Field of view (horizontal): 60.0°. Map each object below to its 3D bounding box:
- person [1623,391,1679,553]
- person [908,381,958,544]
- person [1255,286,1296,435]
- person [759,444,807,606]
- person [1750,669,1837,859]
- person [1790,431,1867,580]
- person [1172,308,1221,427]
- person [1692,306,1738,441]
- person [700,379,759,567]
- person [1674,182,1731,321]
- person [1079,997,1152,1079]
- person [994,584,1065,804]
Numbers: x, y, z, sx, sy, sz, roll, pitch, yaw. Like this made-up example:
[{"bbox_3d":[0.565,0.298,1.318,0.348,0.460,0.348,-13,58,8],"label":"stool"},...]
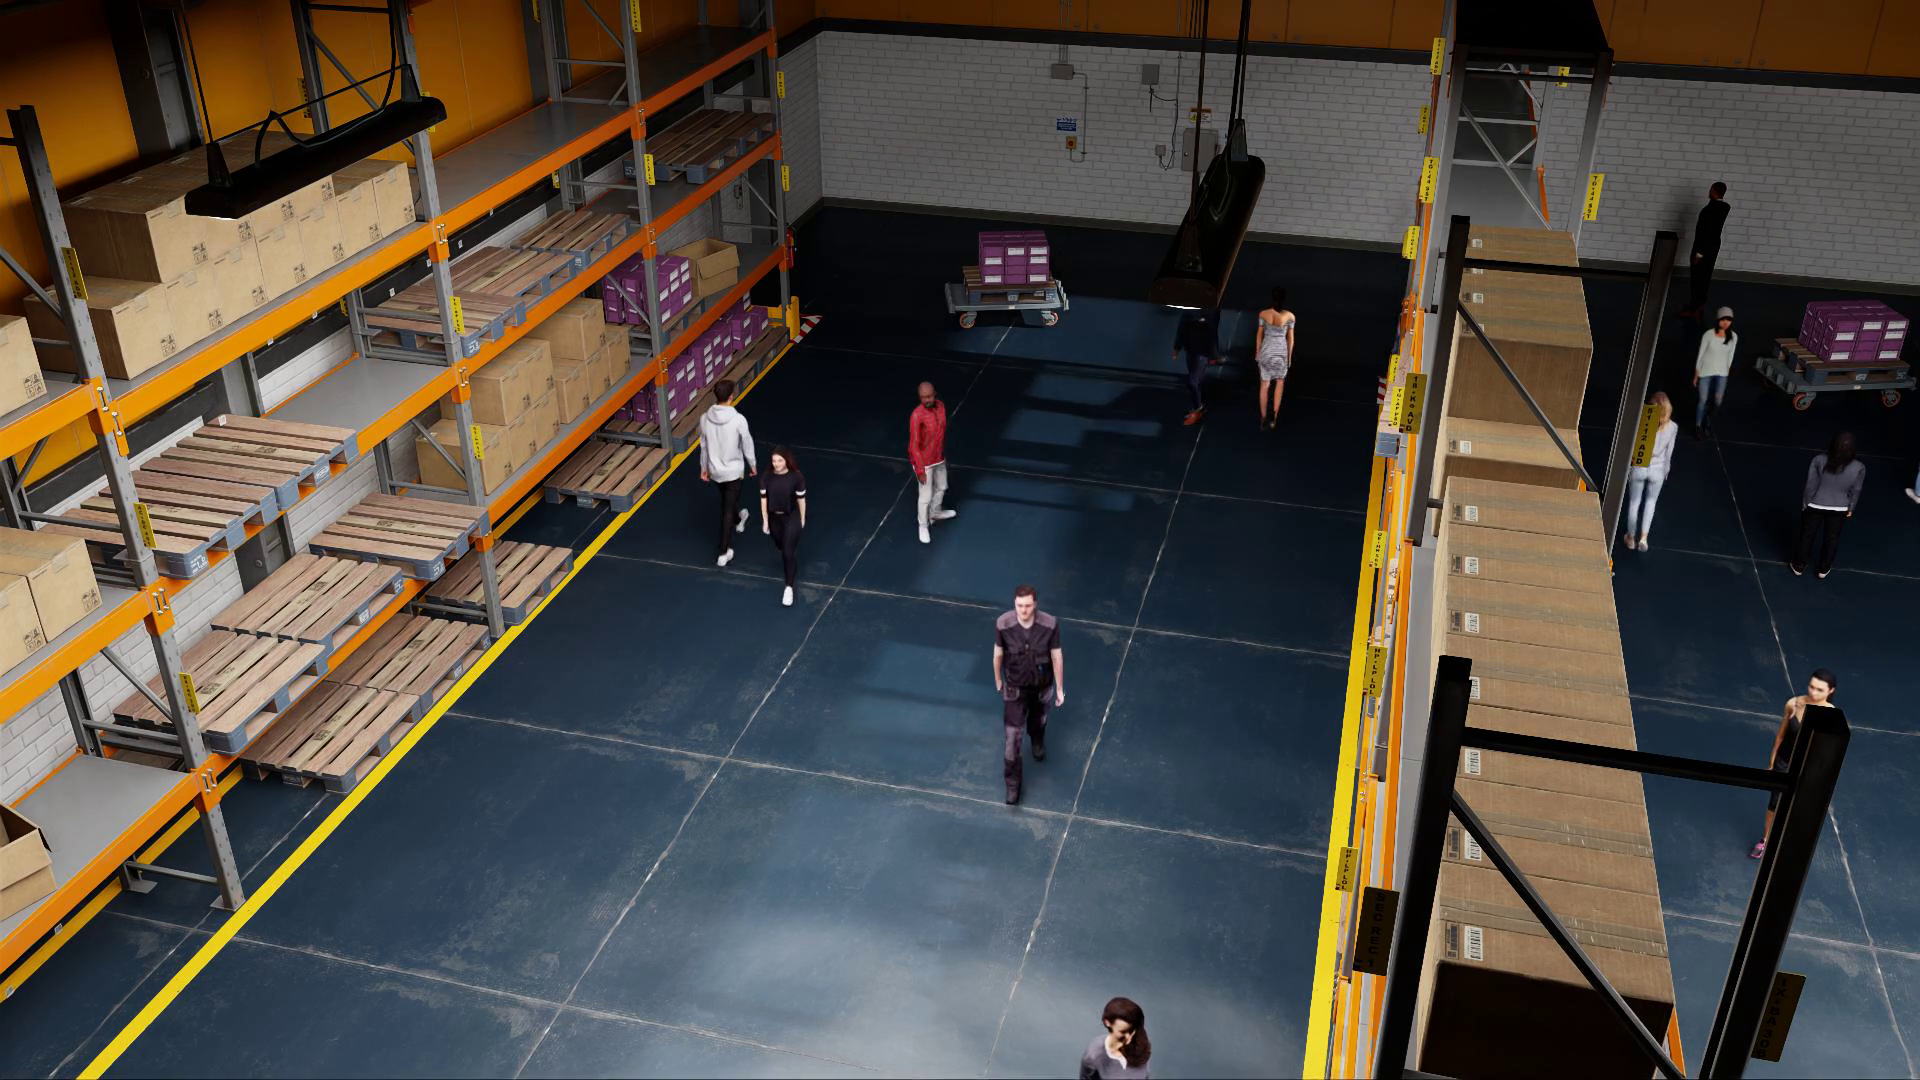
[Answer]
[{"bbox_3d":[6.997,-0.647,16.894,0.645,1.783,0.857,5,29,9],"label":"person"},{"bbox_3d":[-0.329,-0.872,17.293,1.024,1.795,0.804,15,32,26],"label":"person"},{"bbox_3d":[3.647,-2.078,19.485,0.585,1.813,0.560,7,29,13],"label":"person"},{"bbox_3d":[-1.732,-0.234,16.323,0.732,1.604,1.138,2,29,3],"label":"person"},{"bbox_3d":[6.373,1.718,12.618,0.642,1.726,0.663,24,37,36],"label":"person"},{"bbox_3d":[8.640,-0.360,16.561,0.688,1.598,0.678,11,30,19],"label":"person"},{"bbox_3d":[2.926,-2.265,19.847,0.922,1.796,0.863,-14,32,-25],"label":"person"},{"bbox_3d":[8.780,-1.966,19.467,0.579,1.633,0.582,5,29,10],"label":"person"},{"bbox_3d":[-2.379,-0.638,16.794,0.676,1.862,1.209,7,29,13],"label":"person"},{"bbox_3d":[10.277,-3.999,22.913,0.860,1.904,0.731,25,37,37],"label":"person"},{"bbox_3d":[0.880,3.320,9.634,0.694,1.770,0.735,-12,31,-21],"label":"person"},{"bbox_3d":[0.572,1.139,13.599,0.925,1.802,1.292,1,29,2],"label":"person"}]
